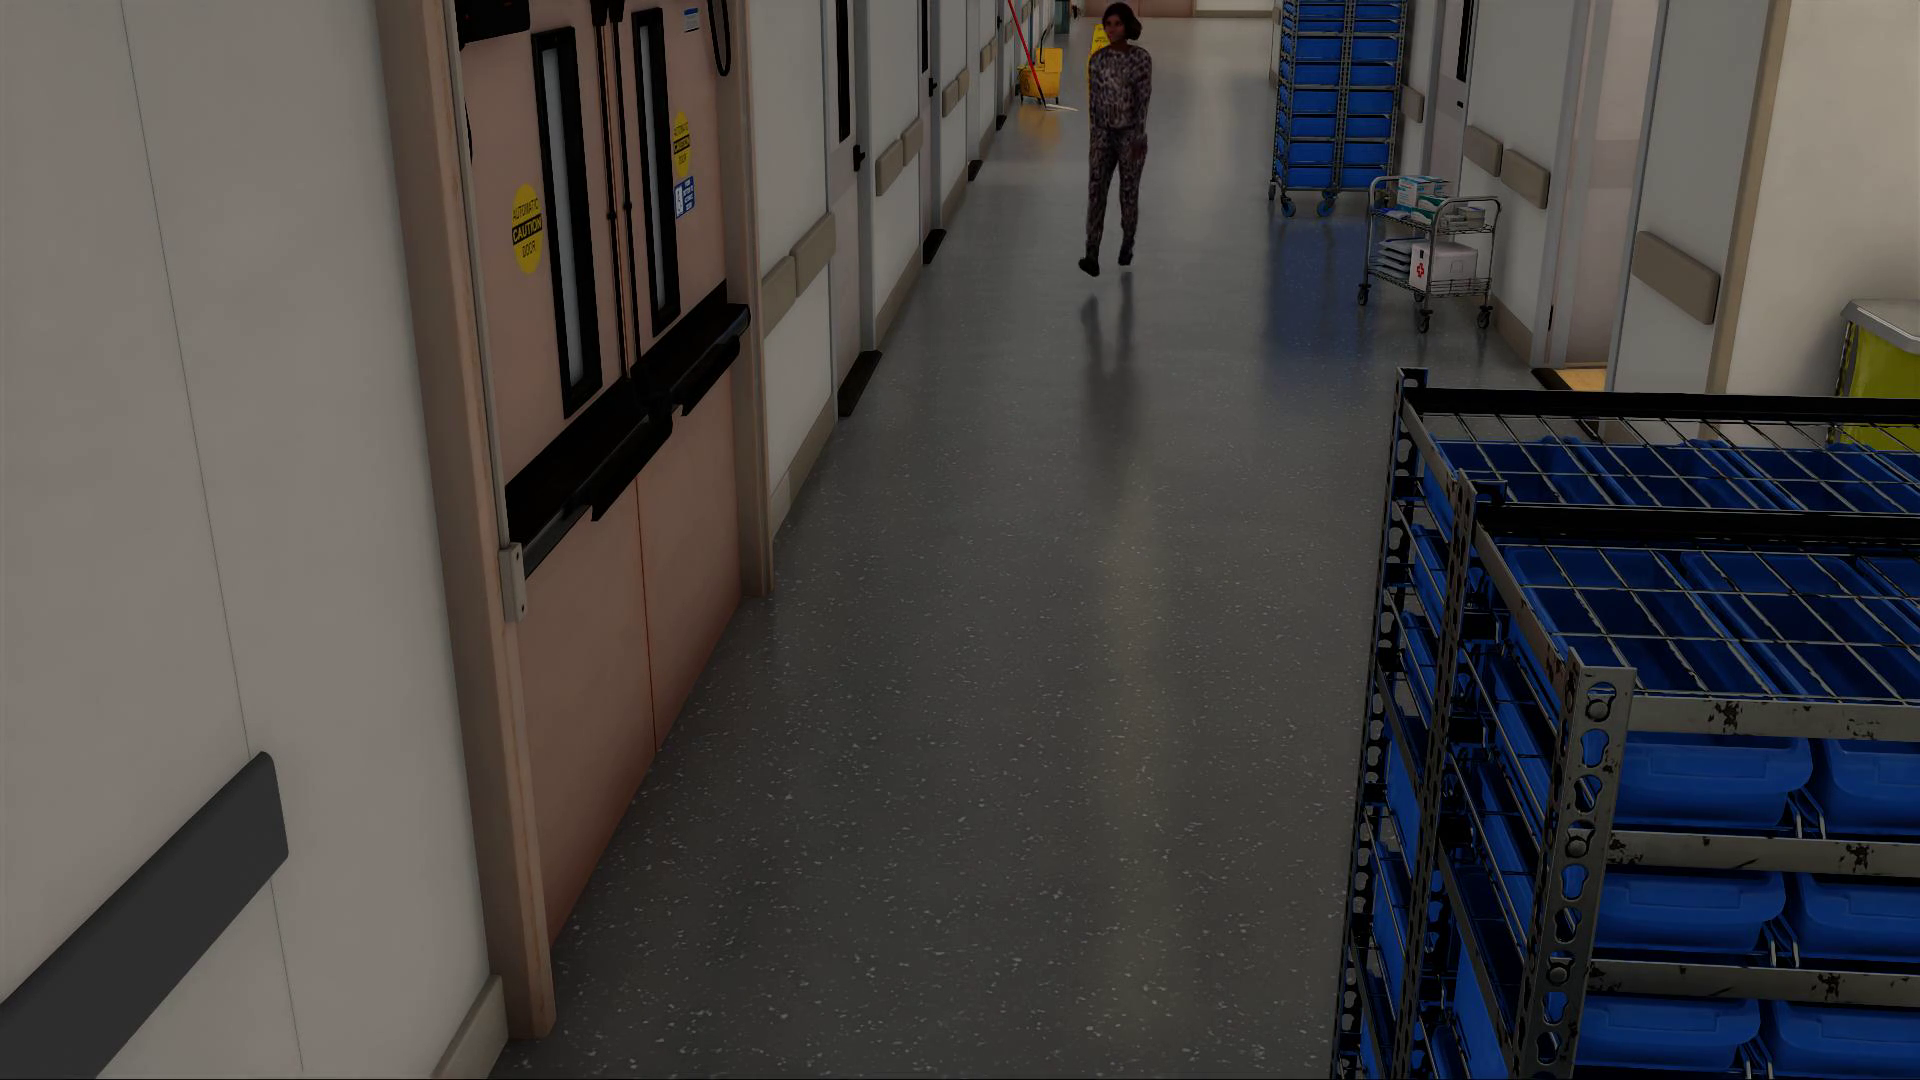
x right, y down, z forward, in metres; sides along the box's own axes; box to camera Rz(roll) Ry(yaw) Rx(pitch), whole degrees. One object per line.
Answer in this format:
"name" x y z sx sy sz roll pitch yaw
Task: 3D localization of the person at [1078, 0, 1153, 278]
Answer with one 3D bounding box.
"person" 1.053 -2.531 10.686 0.796 1.654 1.215 7 22 19
